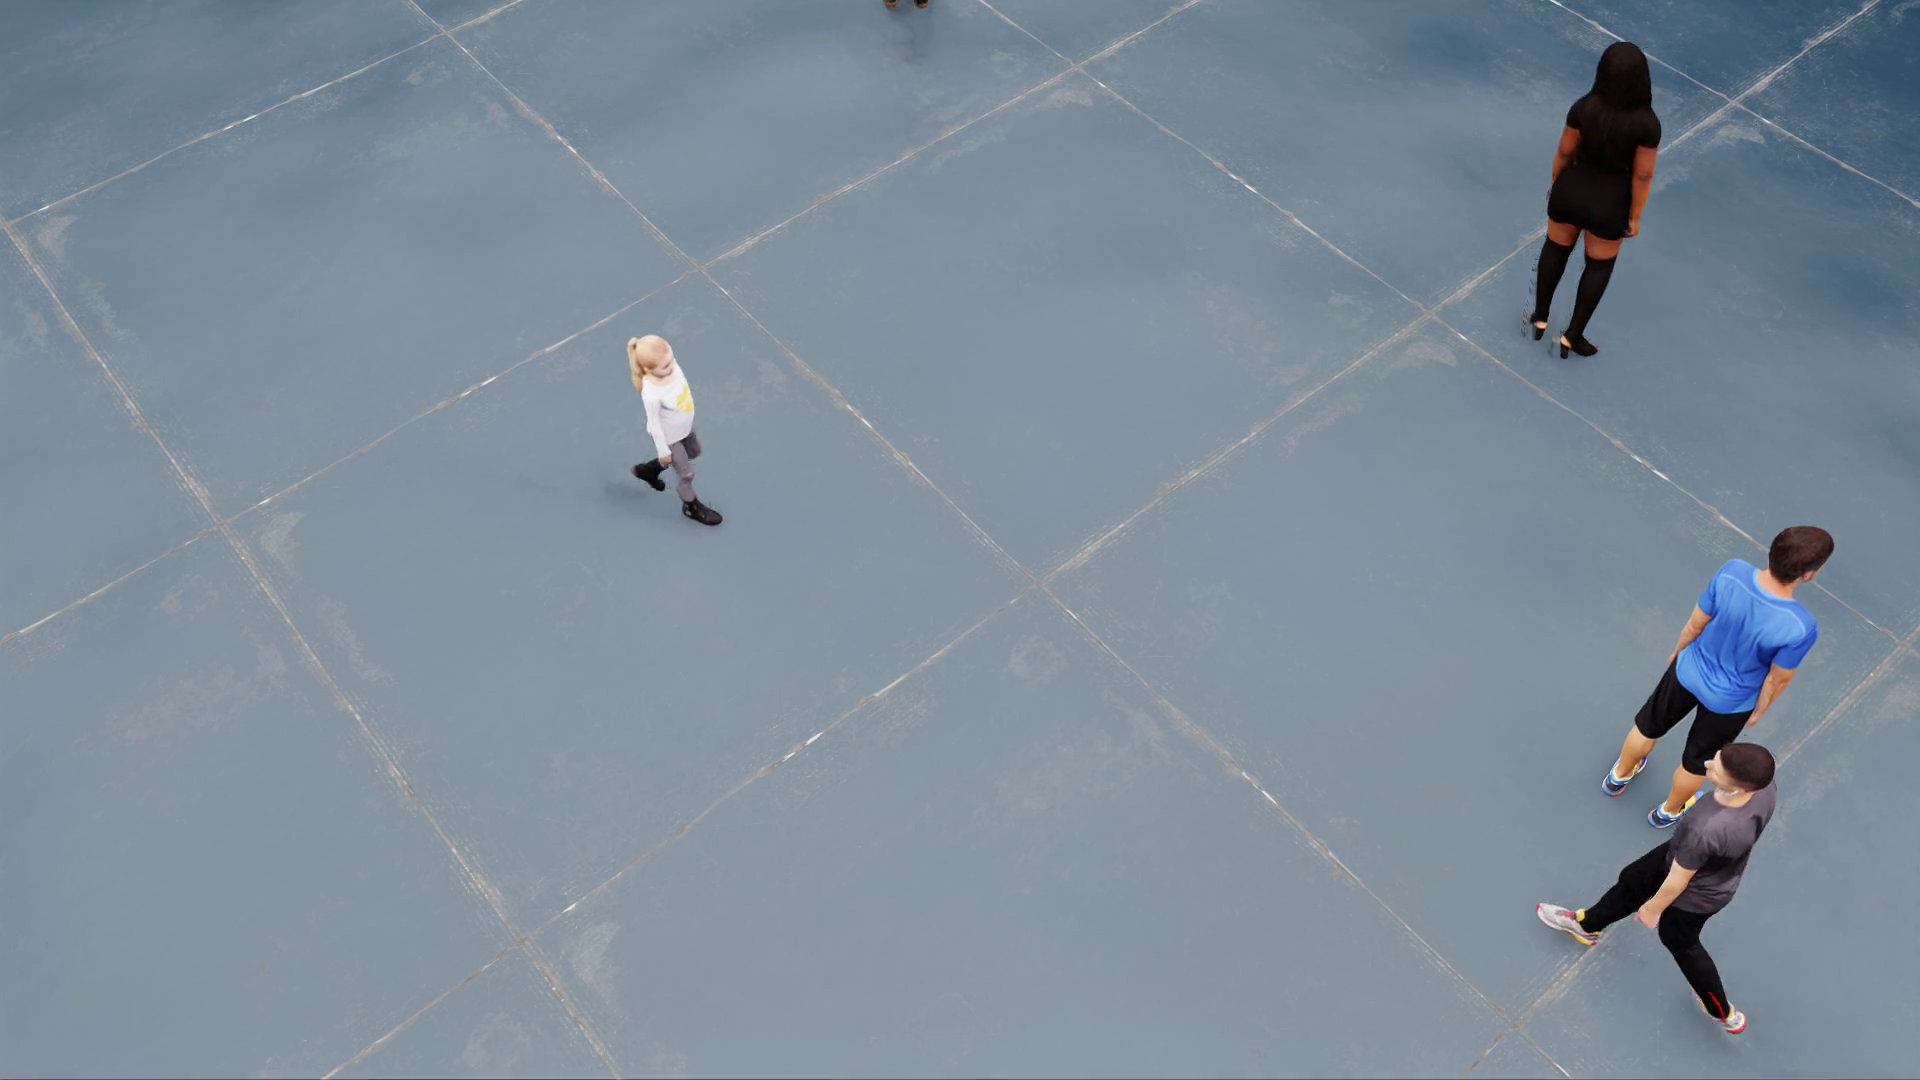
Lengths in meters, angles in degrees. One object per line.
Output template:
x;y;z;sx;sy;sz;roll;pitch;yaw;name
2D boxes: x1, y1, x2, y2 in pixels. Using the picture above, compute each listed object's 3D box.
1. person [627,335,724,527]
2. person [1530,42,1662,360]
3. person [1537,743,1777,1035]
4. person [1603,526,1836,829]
-1.468;-0.559;8.173;0.771;1.268;0.743;11;53;8;person
3.333;-1.747;8.741;0.745;1.824;0.827;-36;60;-25;person
2.909;1.340;6.415;0.869;1.722;1.126;34;60;23;person
3.133;0.588;6.906;0.552;1.866;0.602;-32;59;-22;person
